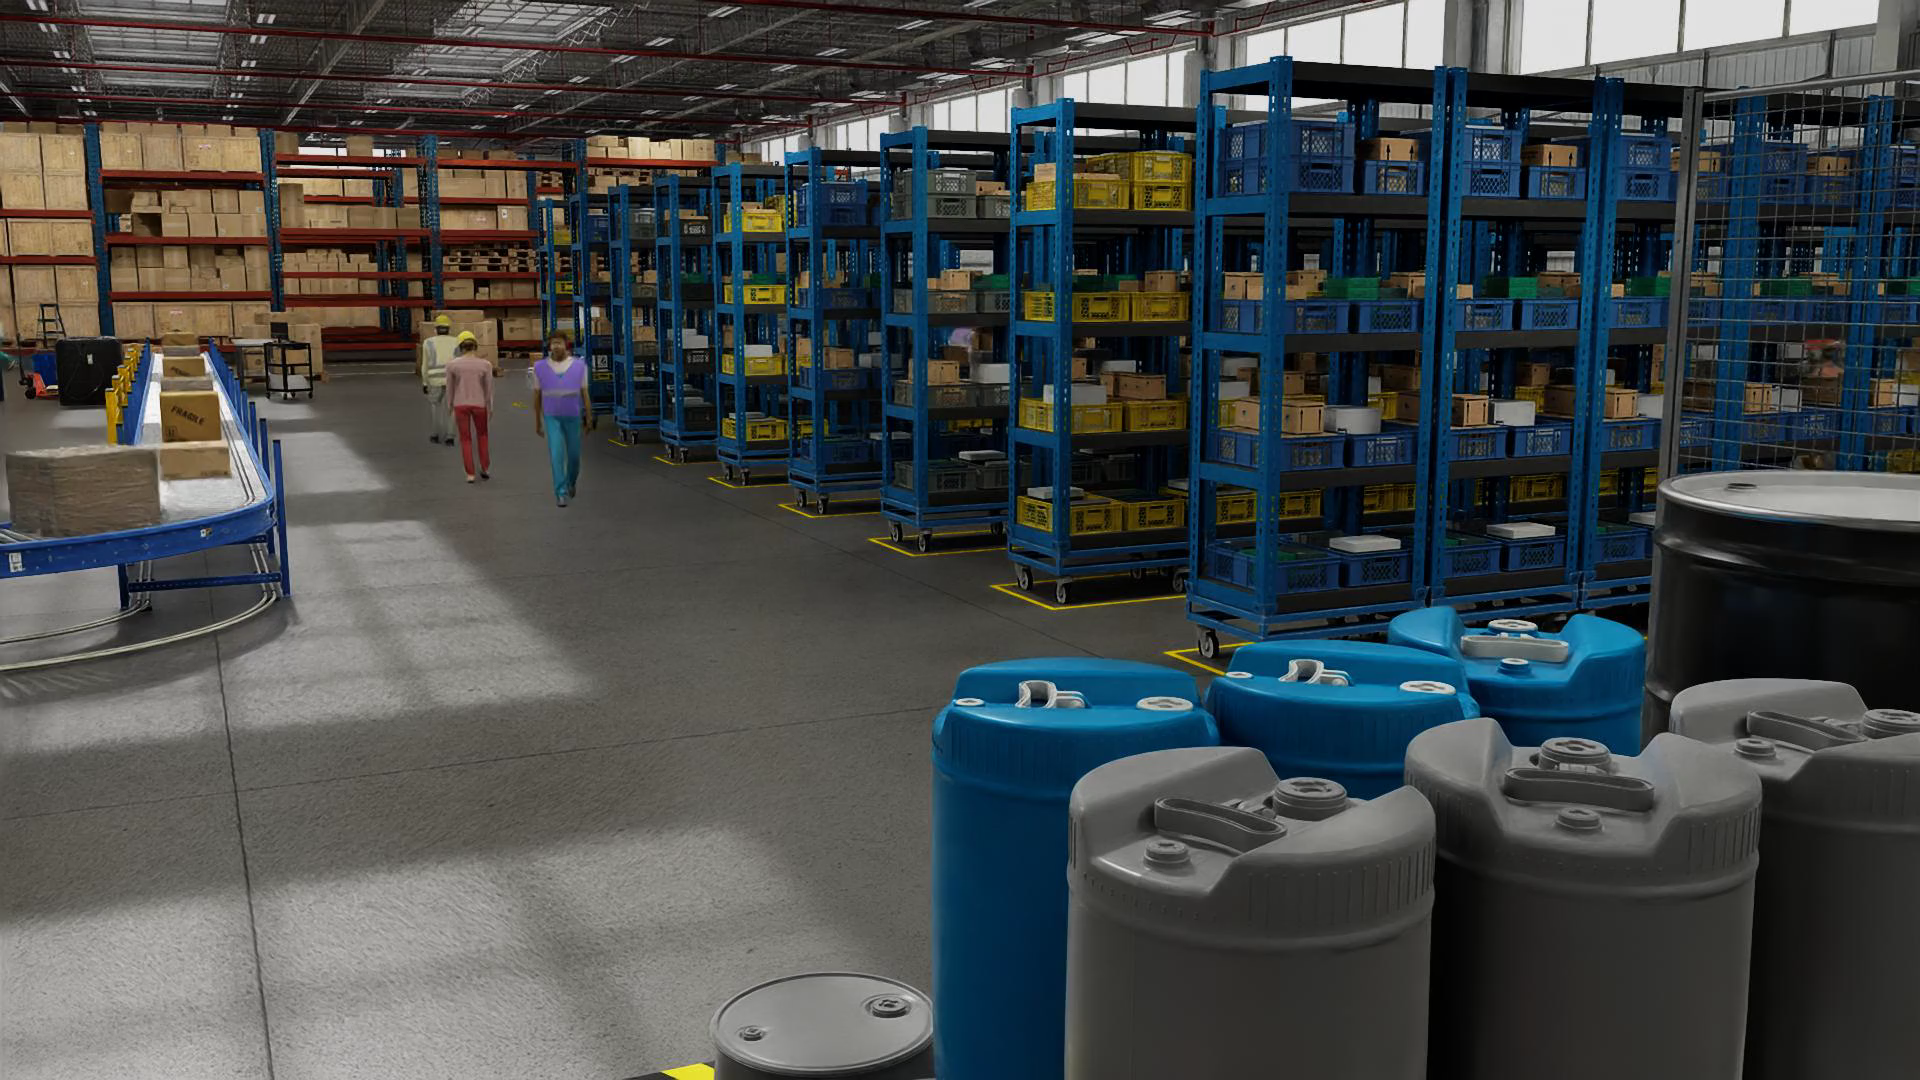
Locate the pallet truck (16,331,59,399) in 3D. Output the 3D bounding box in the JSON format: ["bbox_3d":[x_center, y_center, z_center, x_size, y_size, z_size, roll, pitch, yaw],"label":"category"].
[{"bbox_3d":[-17.082,-3.353,31.781,1.630,1.274,0.653,-4,10,-25],"label":"pallet truck"}]

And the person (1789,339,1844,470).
[{"bbox_3d":[7.415,-0.833,14.204,0.625,1.949,1.025,-3,10,-19],"label":"person"}]

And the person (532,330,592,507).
[{"bbox_3d":[-4.137,-1.281,17.307,0.579,1.822,0.717,-2,9,-14],"label":"person"}]

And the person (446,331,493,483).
[{"bbox_3d":[-5.664,-1.541,19.231,0.517,1.727,0.770,-3,10,-17],"label":"person"}]

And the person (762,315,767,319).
[{"bbox_3d":[-4.631,-4.792,39.721,0.360,1.613,0.564,5,10,27],"label":"person"}]

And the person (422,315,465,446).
[{"bbox_3d":[-7.212,-2.225,23.222,0.629,1.799,0.817,-5,10,-26],"label":"person"}]

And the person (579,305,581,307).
[{"bbox_3d":[-11.368,-6.654,50.680,0.682,1.814,0.607,-9,13,-44],"label":"person"}]

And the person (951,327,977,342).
[{"bbox_3d":[0.049,-2.102,21.807,0.549,2.026,0.611,-6,11,-31],"label":"person"}]

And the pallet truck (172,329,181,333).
[{"bbox_3d":[-17.275,-3.851,35.096,1.601,1.201,0.680,0,9,1],"label":"pallet truck"}]

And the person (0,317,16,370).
[{"bbox_3d":[-23.052,-4.884,39.877,0.488,1.748,0.537,-5,11,-30],"label":"person"}]
